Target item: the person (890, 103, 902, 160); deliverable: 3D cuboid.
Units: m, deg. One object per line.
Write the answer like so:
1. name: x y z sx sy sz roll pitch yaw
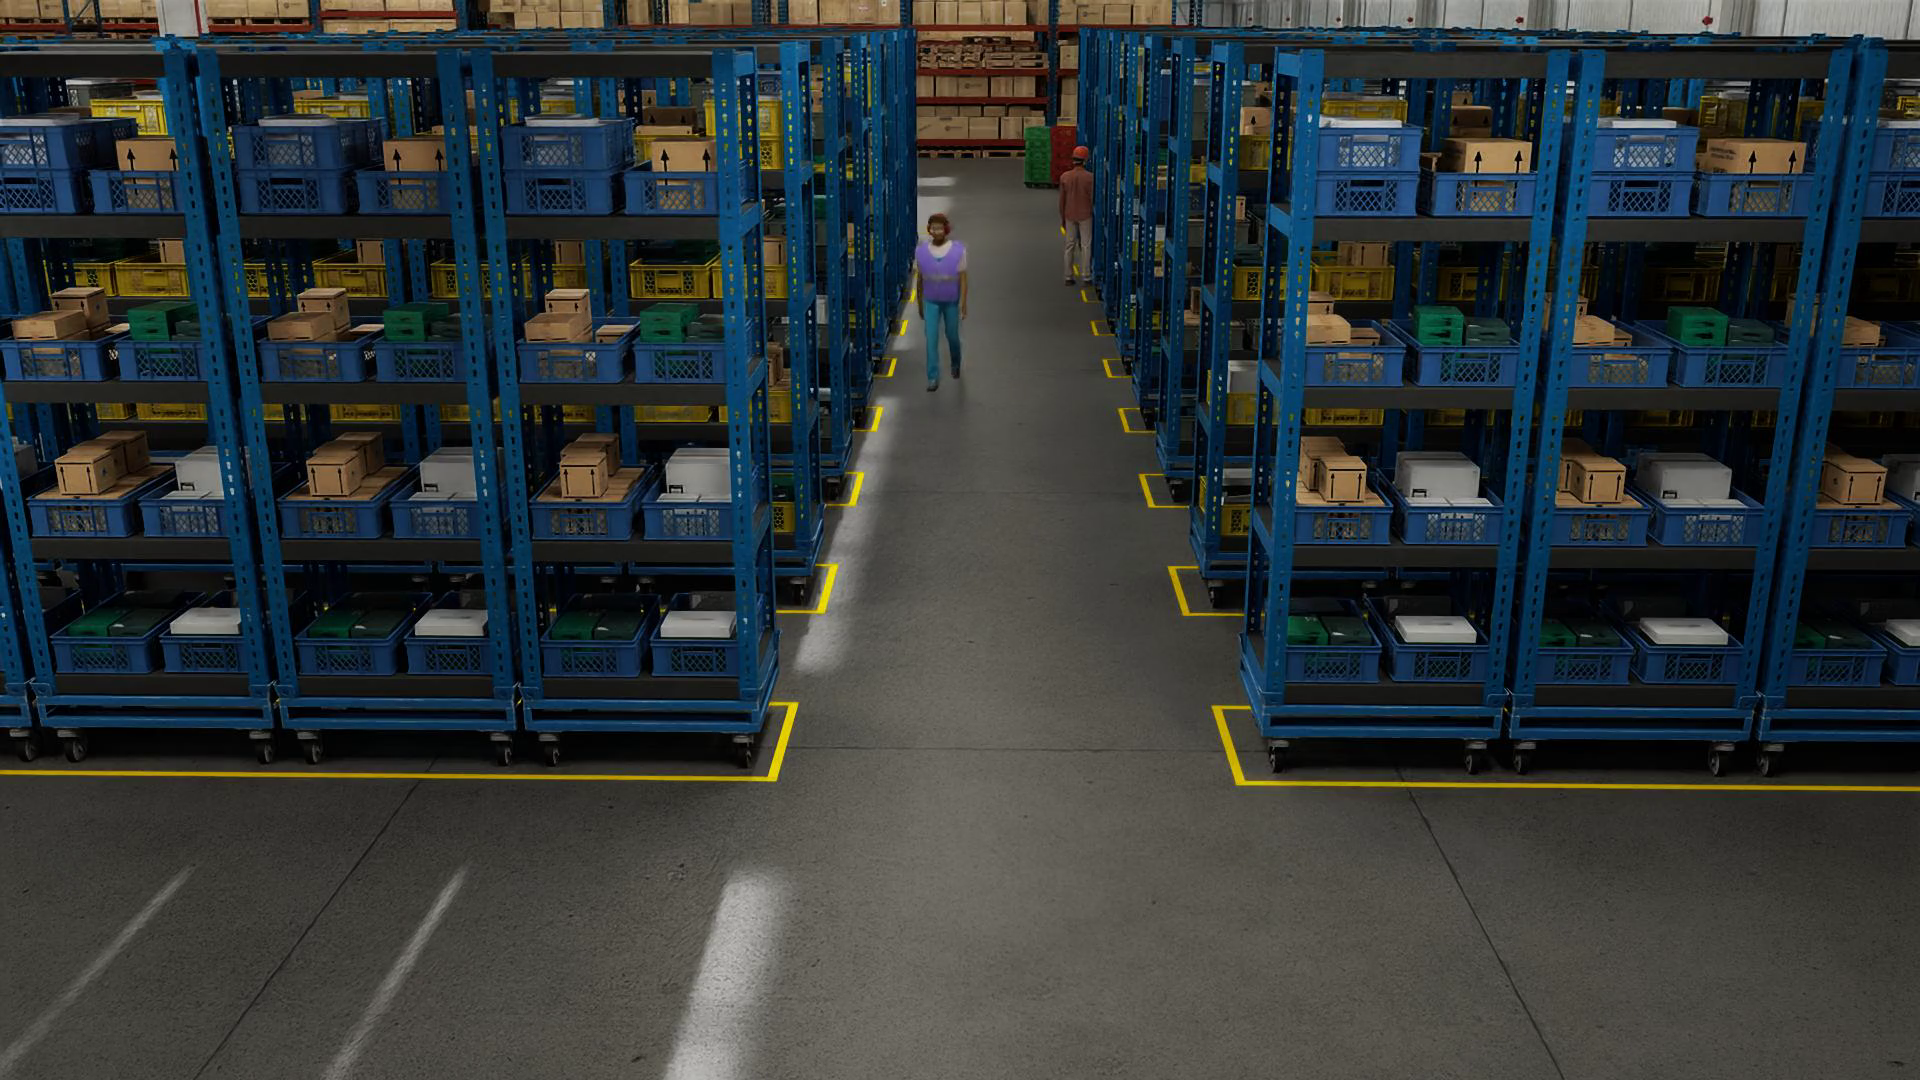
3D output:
1. person: -1.533 -9.817 40.490 0.749 1.919 0.633 -9 20 -27

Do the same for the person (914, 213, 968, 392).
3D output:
1. person: -0.185 -2.506 17.363 0.575 1.823 0.730 2 18 7

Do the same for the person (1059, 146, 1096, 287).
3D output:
1. person: 1.719 -4.633 23.858 0.612 1.995 0.376 9 20 27
